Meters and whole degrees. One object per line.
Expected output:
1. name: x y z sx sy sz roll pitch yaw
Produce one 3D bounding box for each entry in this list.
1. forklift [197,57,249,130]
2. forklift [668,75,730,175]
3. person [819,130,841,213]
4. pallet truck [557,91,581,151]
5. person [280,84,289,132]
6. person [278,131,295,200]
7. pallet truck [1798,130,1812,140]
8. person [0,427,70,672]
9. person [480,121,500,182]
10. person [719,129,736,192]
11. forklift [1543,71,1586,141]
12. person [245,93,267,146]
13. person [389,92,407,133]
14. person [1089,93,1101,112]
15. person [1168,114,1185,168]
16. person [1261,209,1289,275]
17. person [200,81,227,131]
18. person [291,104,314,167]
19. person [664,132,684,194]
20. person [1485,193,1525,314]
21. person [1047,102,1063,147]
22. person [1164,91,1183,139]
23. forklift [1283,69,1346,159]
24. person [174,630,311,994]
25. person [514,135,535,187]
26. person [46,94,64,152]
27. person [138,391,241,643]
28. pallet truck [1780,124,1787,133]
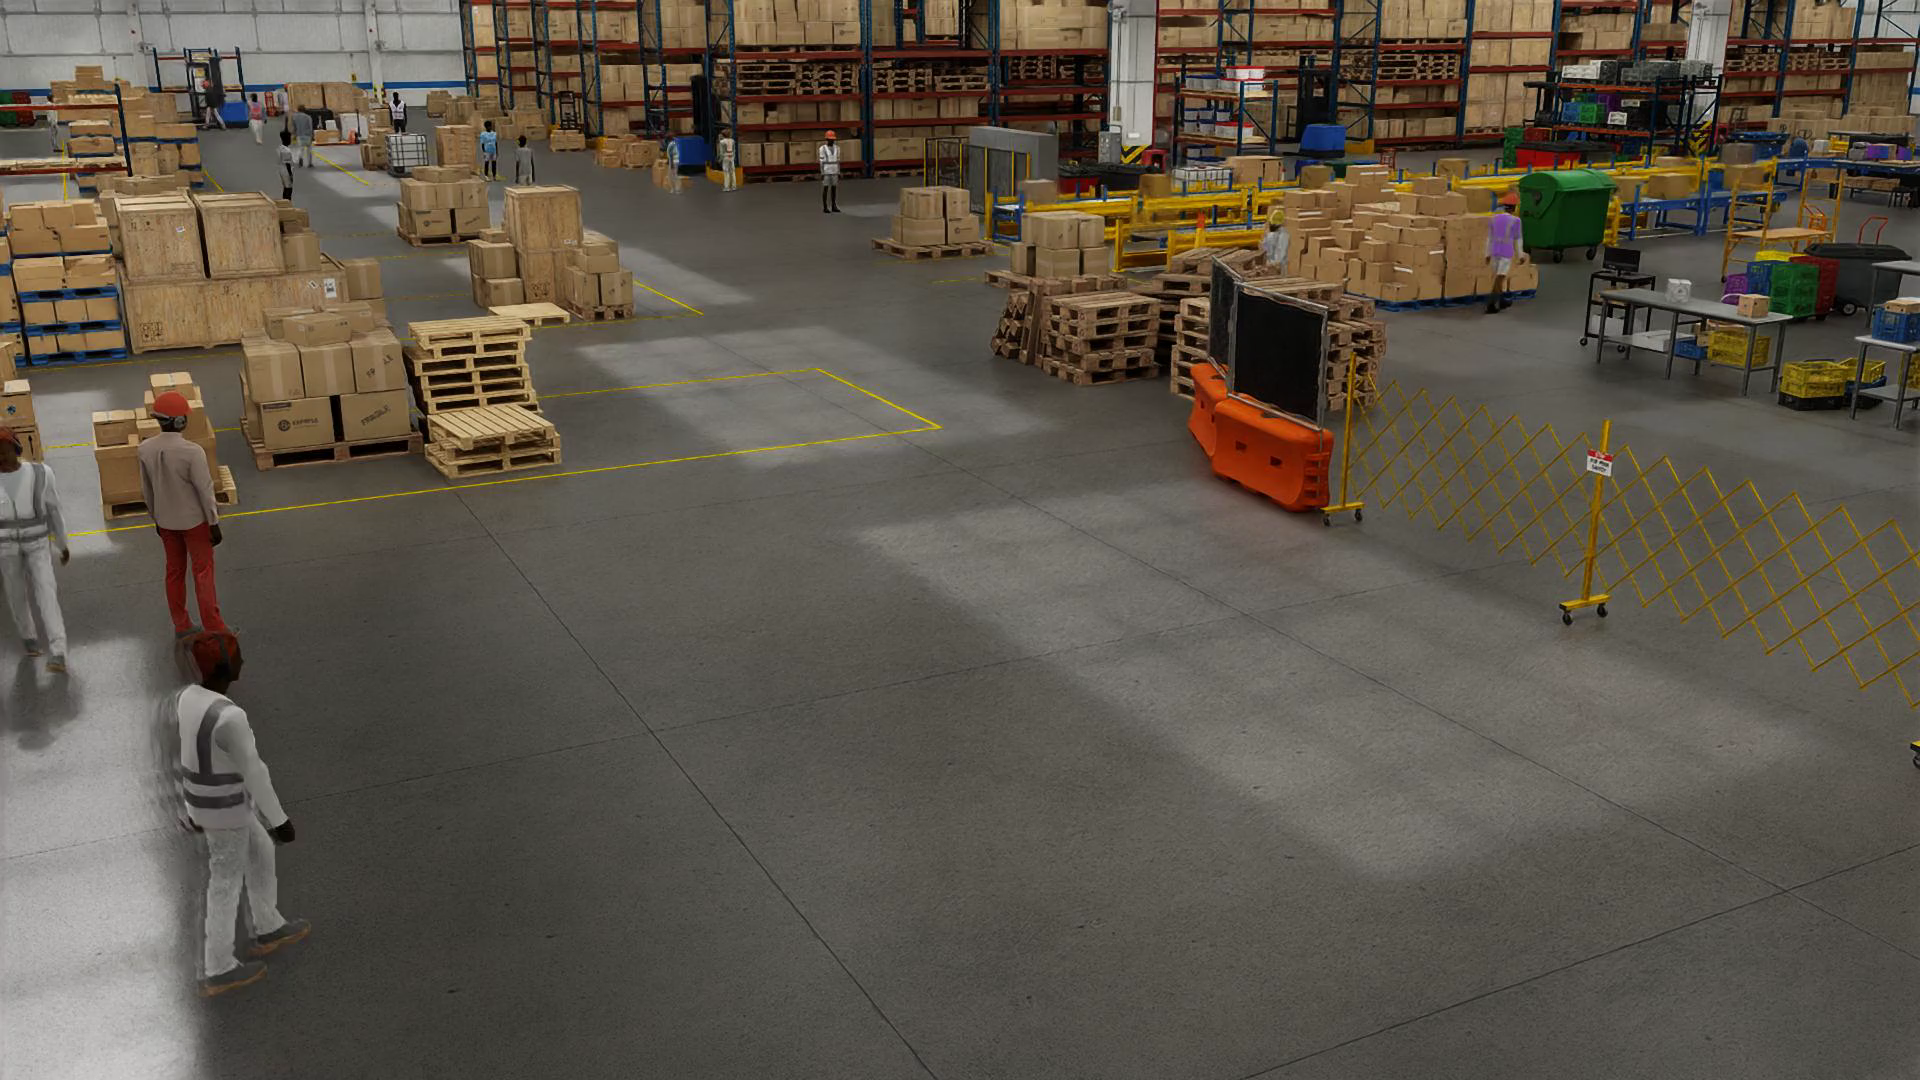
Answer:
1. forklift: -29.743 -17.930 66.733 1.873 2.768 1.129 -9 20 -26
2. forklift: -7.619 -12.251 49.026 1.873 2.768 1.129 -9 20 -26
3. person: -3.096 -8.821 39.854 0.543 1.938 0.357 -12 21 -33
4. pallet truck: -13.495 -14.412 57.188 0.823 1.965 1.885 -3 18 -9
5. person: -26.050 -16.724 64.514 0.567 1.925 0.601 -1 18 -2
6. person: -15.978 -8.718 39.510 0.383 1.957 0.606 -11 21 -30
7. pallet truck: 25.526 -11.556 49.408 1.630 1.274 0.653 -9 20 -26
8. person: -6.943 0.075 12.299 0.600 1.825 0.961 -8 19 -24
9. person: -13.283 -10.977 46.977 0.321 1.689 0.530 14 23 37
10. person: -6.209 -10.132 44.420 0.313 1.639 0.517 15 23 39
11. forklift: 18.685 -13.231 52.085 1.873 2.768 1.129 -9 20 -26
12. person: -24.988 -14.969 59.215 0.833 1.811 0.661 16 24 40
13. person: -19.682 -14.726 58.316 0.591 1.911 0.389 -2 18 -5
14. person: 5.349 -16.893 65.510 0.509 1.632 0.269 2 18 6
15. person: 6.310 -11.541 48.643 0.528 1.754 0.504 9 20 26
16. person: 4.872 -4.260 25.874 0.695 1.786 0.610 -6 19 -18
17. person: -29.741 -17.238 66.099 1.016 1.949 0.618 -1 18 -5
18. person: -20.147 -12.402 51.043 0.649 1.922 0.551 -1 18 -4
19. person: -7.543 -9.945 43.889 0.504 1.599 0.538 -1 18 -2
20. person: 8.838 -4.627 26.840 0.909 1.900 0.555 -11 21 -30
21. person: 3.274 -14.006 56.445 0.820 1.656 0.557 -10 20 -27
22. person: 7.959 -15.711 61.407 0.663 1.888 0.658 15 23 39
23. forklift: 11.615 -13.871 54.079 1.129 2.768 1.873 -9 20 -27
24. person: -3.569 1.330 8.341 0.766 1.859 0.599 -16 23 -40
25. person: -10.304 -8.629 39.362 0.515 1.872 0.333 -17 24 -42
26. person: -30.790 -14.158 56.491 0.356 1.938 0.633 -9 20 -26
27. person: -5.941 -0.161 12.763 0.613 1.994 0.381 5 18 15
28. pallet truck: 25.206 -12.542 52.601 1.601 1.201 0.680 0 18 -2
